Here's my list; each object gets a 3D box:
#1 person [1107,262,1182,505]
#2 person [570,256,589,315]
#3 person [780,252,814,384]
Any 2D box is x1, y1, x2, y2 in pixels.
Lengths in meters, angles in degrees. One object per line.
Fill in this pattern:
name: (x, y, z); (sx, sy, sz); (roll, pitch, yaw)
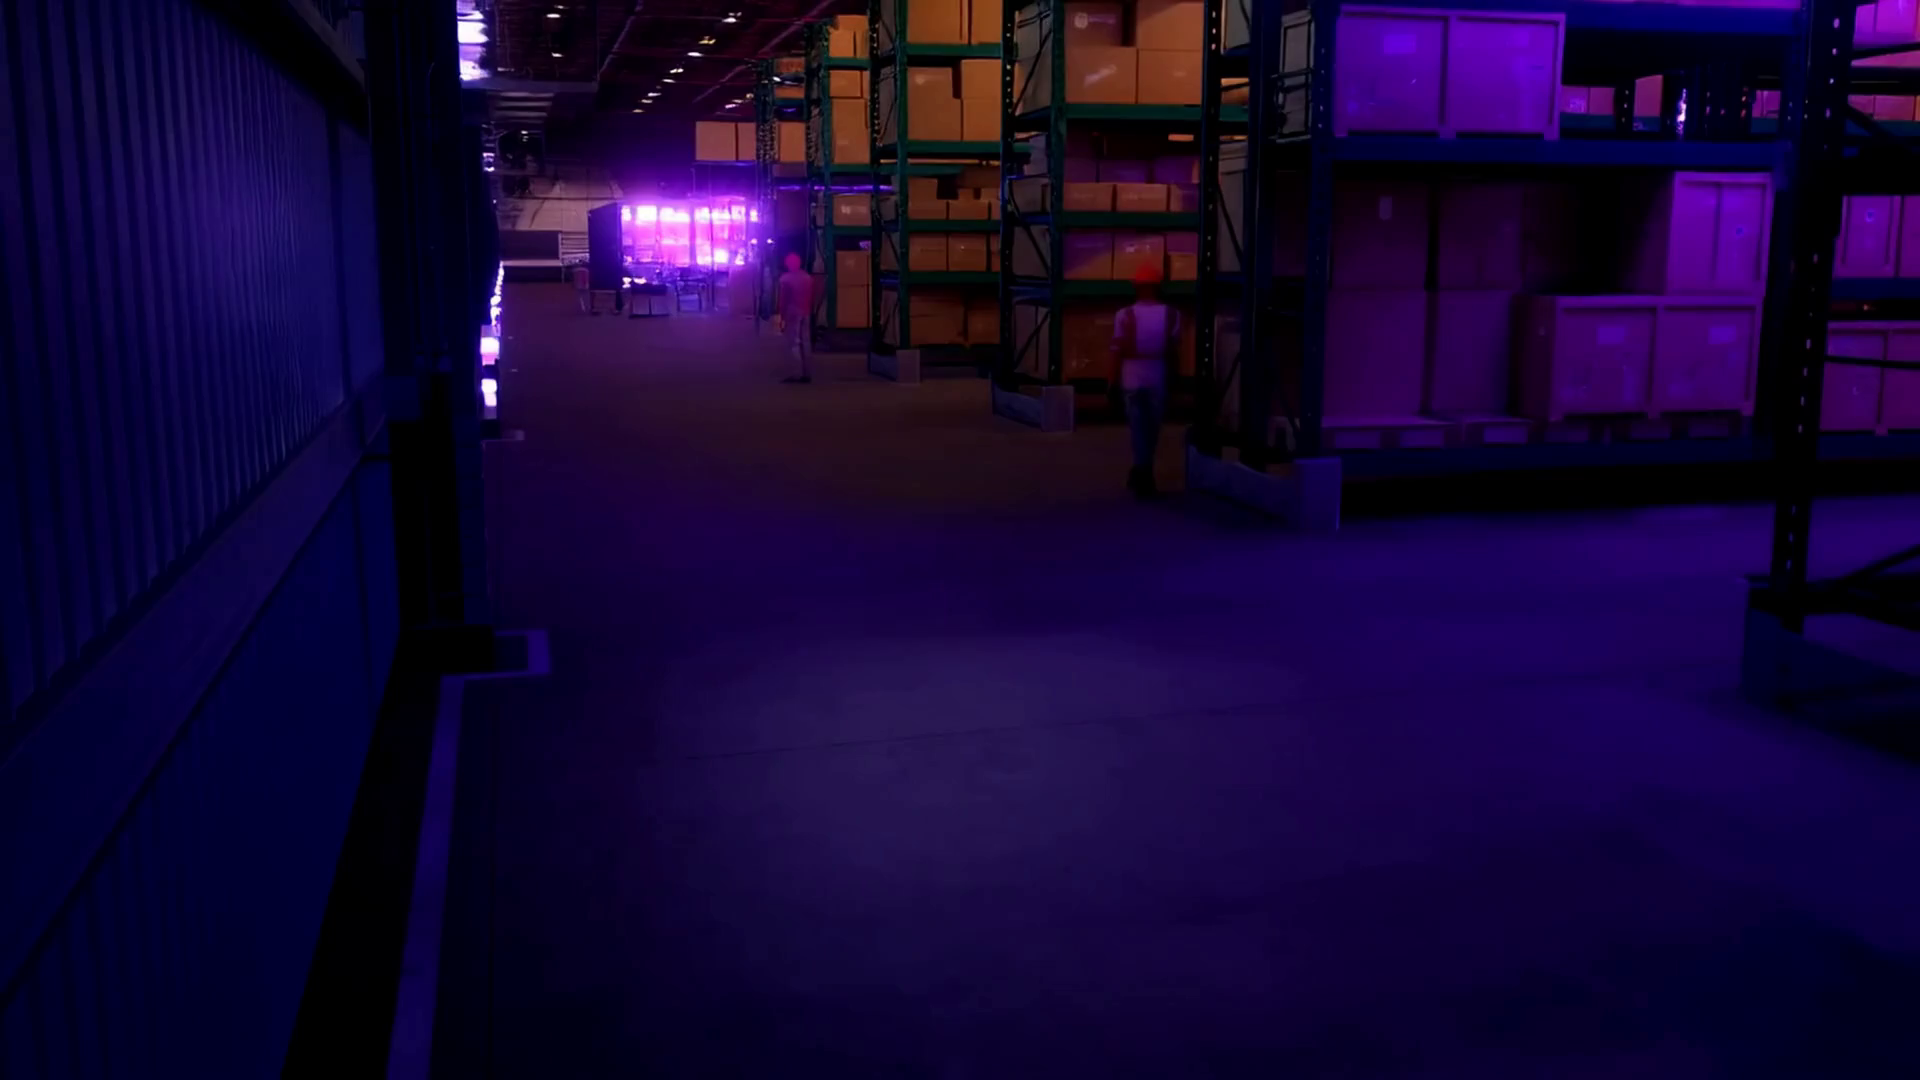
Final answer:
person: (1.451, -1.261, 13.316); (0.568, 1.885, 0.972); (-2, 10, -11)
person: (-11.228, -7.483, 48.969); (0.597, 1.731, 0.547); (-6, 12, -30)
person: (-2.437, -3.283, 24.646); (0.373, 1.935, 0.628); (7, 12, 36)
